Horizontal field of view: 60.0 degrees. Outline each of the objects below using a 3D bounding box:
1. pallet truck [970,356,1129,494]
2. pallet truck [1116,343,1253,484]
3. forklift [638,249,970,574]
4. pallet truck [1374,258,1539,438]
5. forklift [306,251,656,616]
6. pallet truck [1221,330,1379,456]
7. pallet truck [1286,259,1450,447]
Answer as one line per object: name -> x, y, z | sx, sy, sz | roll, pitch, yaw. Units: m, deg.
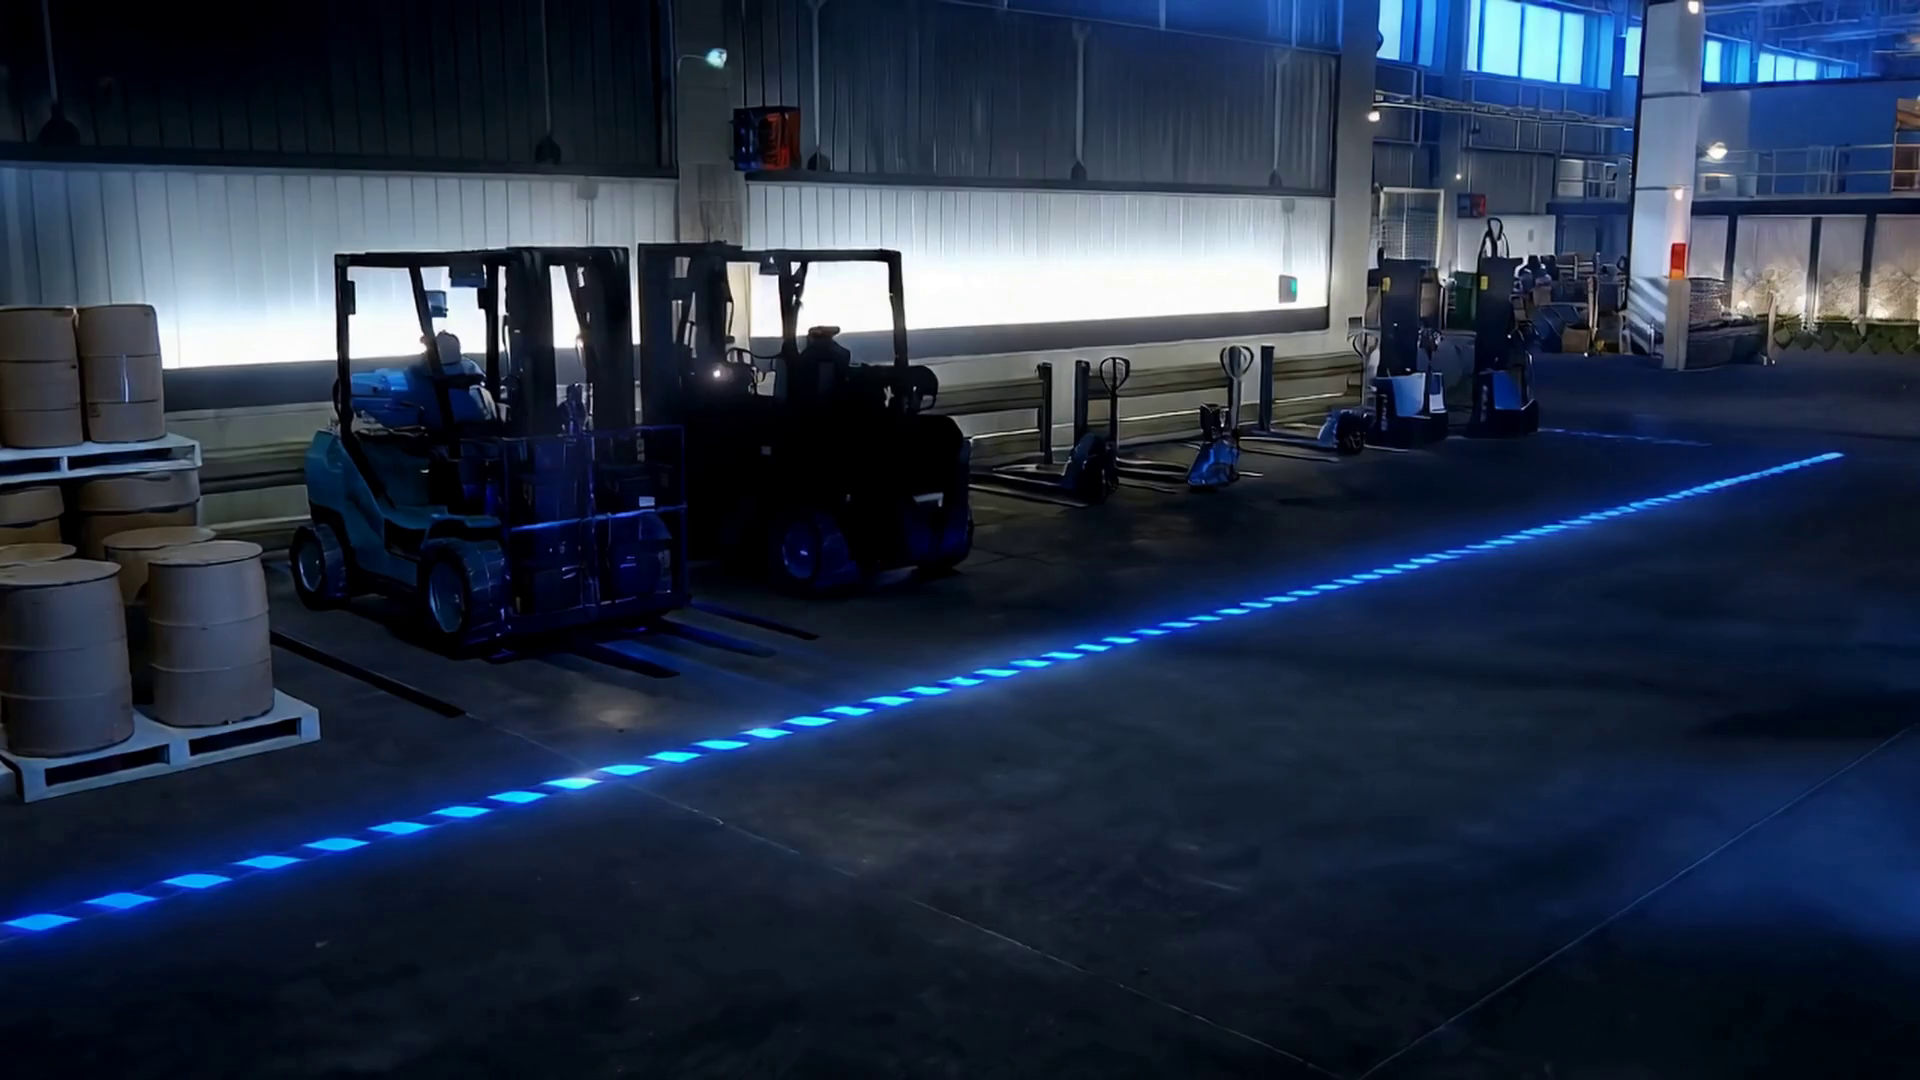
pallet truck -> 0.784, -1.085, 14.876 | 0.680, 1.201, 1.601 | -10, 14, -44
pallet truck -> 1.962, -1.215, 15.415 | 1.522, 1.261, 0.704 | 10, 14, 43
forklift -> -1.173, -0.958, 11.239 | 2.680, 1.987, 1.157 | 10, 14, 43
pallet truck -> 5.704, -2.208, 18.901 | 1.885, 1.965, 0.823 | 10, 14, 43
forklift -> -2.833, -0.669, 9.694 | 1.157, 1.987, 2.680 | -10, 14, -44
pallet truck -> 3.563, -1.581, 17.381 | 0.653, 1.274, 1.630 | -10, 14, -44
pallet truck -> 4.493, -2.078, 18.196 | 0.823, 1.965, 1.885 | -9, 14, -40
